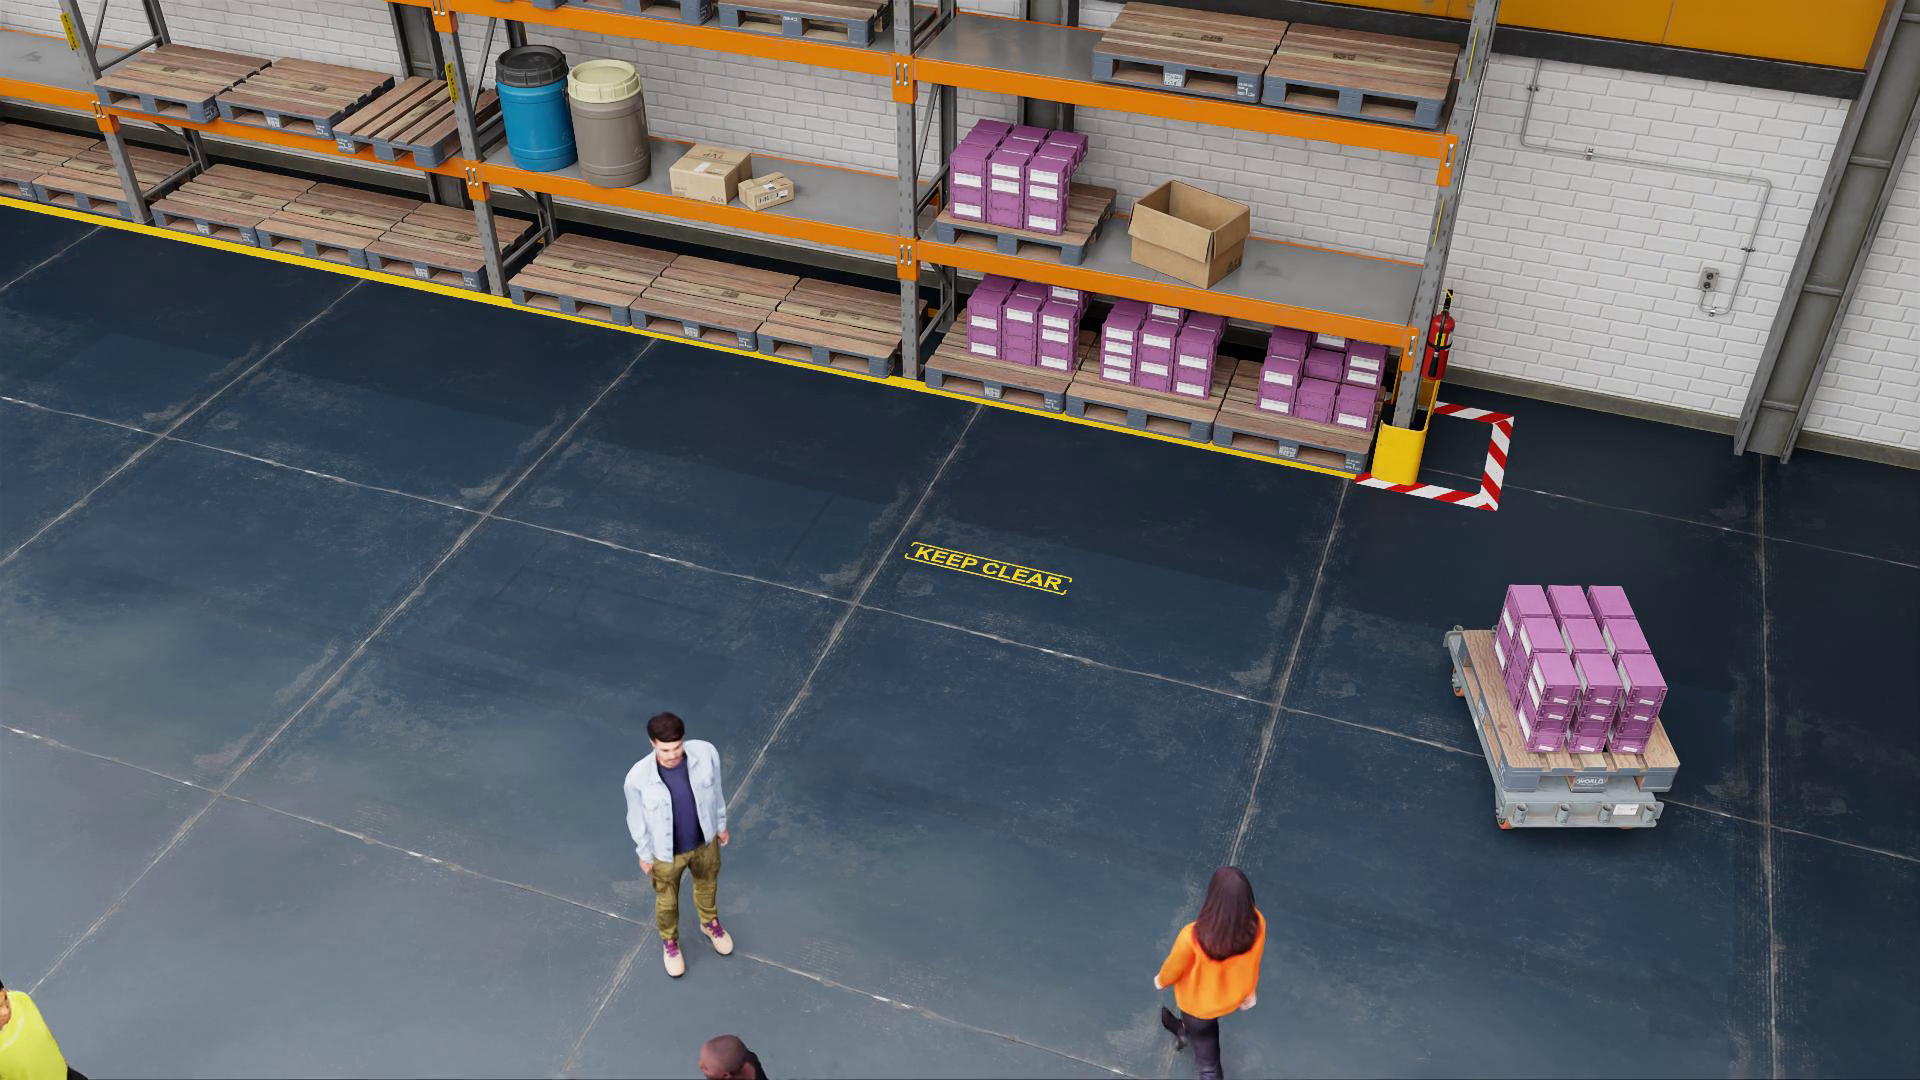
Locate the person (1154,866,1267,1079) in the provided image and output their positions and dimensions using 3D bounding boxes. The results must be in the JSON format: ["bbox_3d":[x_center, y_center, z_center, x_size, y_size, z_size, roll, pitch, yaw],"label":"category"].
[{"bbox_3d":[1.260,2.277,8.020,0.994,1.720,1.068,-18,42,-21],"label":"person"}]

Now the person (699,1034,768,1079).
[{"bbox_3d":[-0.855,2.763,7.415,1.211,1.717,0.948,-4,39,-5],"label":"person"}]

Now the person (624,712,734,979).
[{"bbox_3d":[-1.475,1.584,8.818,0.757,1.809,0.796,-19,42,-22],"label":"person"}]
